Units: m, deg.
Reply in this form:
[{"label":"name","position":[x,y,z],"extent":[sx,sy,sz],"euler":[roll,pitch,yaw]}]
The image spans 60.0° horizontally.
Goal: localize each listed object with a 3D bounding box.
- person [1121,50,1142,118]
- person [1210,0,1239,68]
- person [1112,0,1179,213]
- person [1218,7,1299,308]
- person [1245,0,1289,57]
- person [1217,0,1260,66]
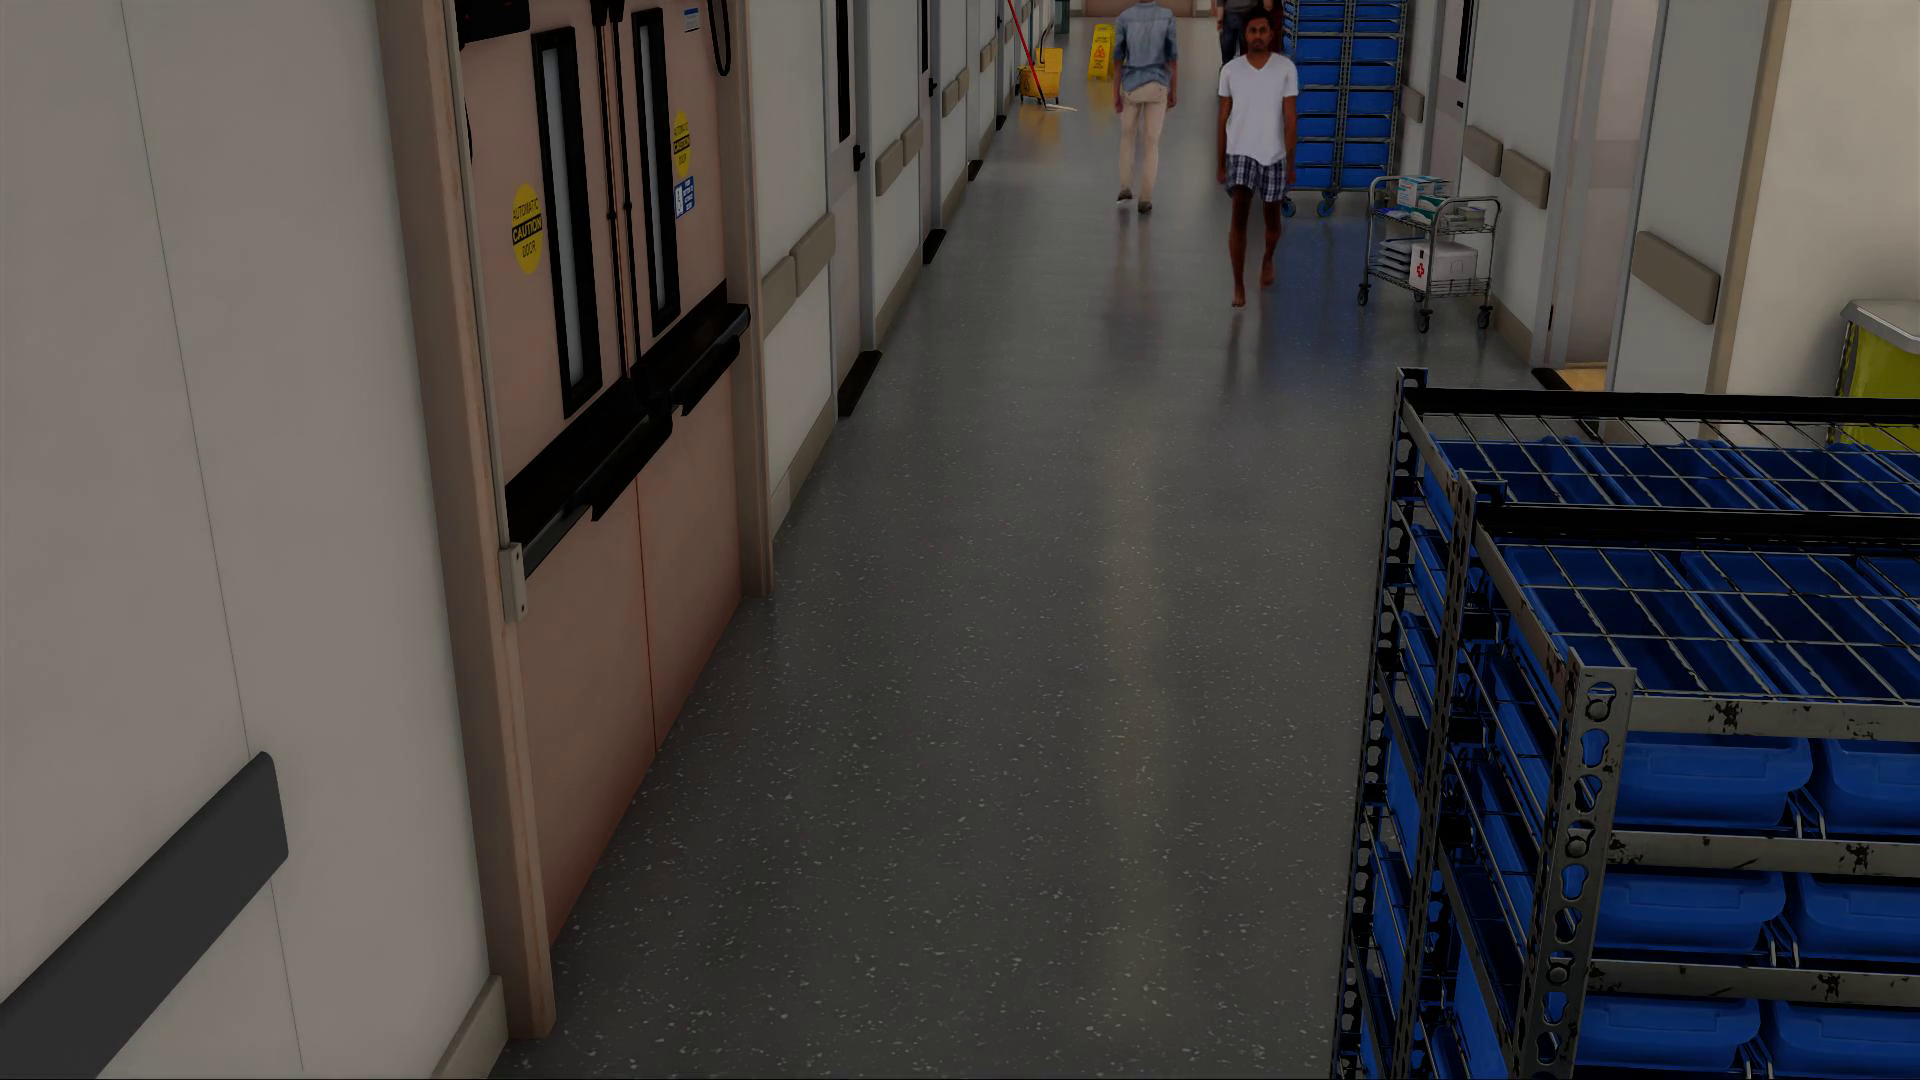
[{"label":"person","position":[1.976,-5.365,19.066],"extent":[0.434,1.018,0.436],"euler":[4,21,10]},{"label":"person","position":[3.962,-7.816,24.440],"extent":[0.787,1.796,1.275],"euler":[5,21,12]},{"label":"person","position":[1.432,-3.484,12.952],"extent":[0.704,1.832,0.717],"euler":[5,21,13]},{"label":"person","position":[1.802,-2.290,9.989],"extent":[0.766,1.697,1.149],"euler":[5,21,12]},{"label":"person","position":[3.036,-4.773,16.658],"extent":[0.605,1.617,1.063],"euler":[3,21,8]},{"label":"person","position":[3.463,-6.486,20.791],"extent":[0.769,1.893,0.878],"euler":[6,21,14]}]
